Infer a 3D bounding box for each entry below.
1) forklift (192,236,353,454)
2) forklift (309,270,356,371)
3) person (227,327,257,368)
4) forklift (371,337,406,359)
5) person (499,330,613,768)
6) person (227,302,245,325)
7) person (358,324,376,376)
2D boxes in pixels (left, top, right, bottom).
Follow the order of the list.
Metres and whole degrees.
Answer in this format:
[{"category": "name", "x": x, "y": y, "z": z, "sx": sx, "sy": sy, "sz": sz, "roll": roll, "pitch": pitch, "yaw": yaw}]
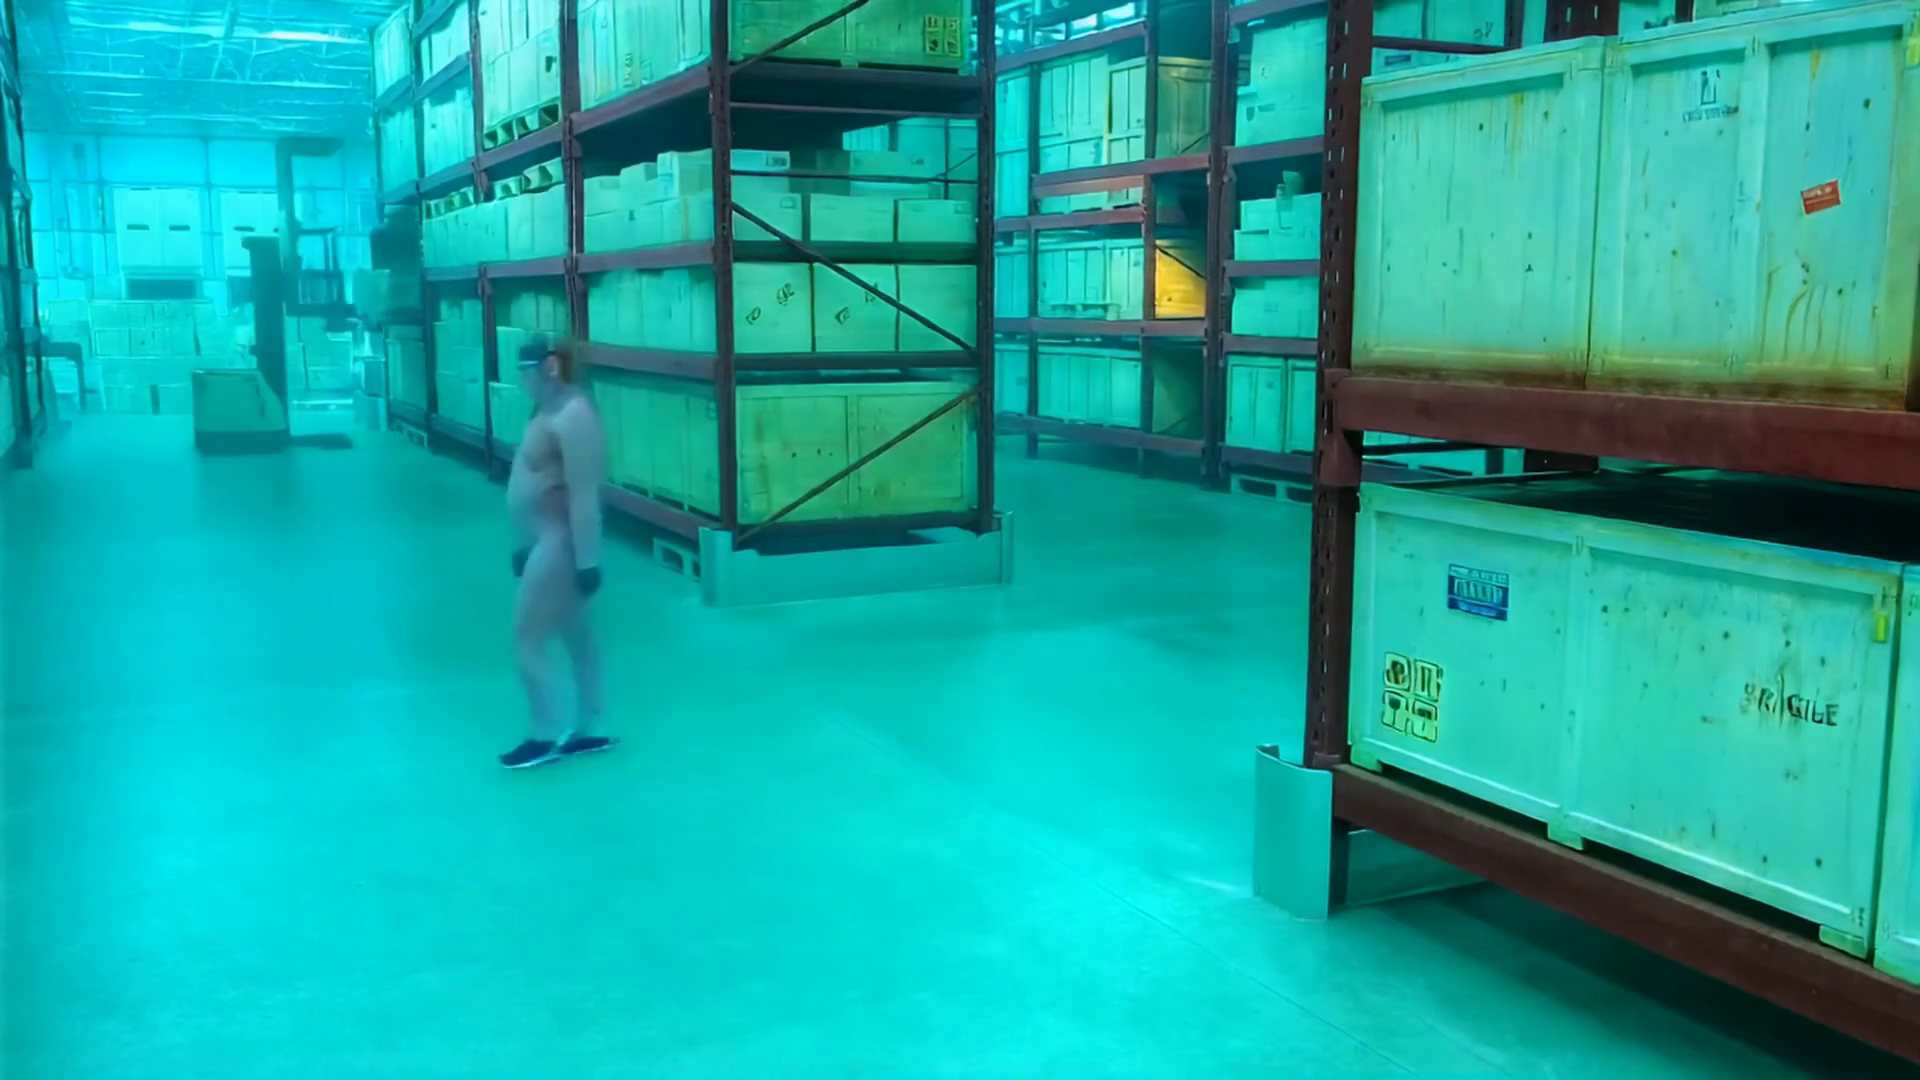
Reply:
[{"category": "forklift", "x": -9.123, "y": -2.585, "z": 21.915, "sx": 1.873, "sy": 2.768, "sz": 1.129, "roll": -4, "pitch": 9, "yaw": -26}, {"category": "forklift", "x": -17.534, "y": -6.119, "z": 46.287, "sx": 1.129, "sy": 2.768, "sz": 1.873, "roll": -4, "pitch": 9, "yaw": -26}, {"category": "person", "x": -10.330, "y": -2.287, "z": 24.208, "sx": 0.819, "sy": 1.599, "sz": 0.530, "roll": 4, "pitch": 9, "yaw": 25}, {"category": "forklift", "x": -9.287, "y": -3.606, "z": 28.953, "sx": 1.129, "sy": 2.768, "sz": 1.873, "roll": 3, "pitch": 9, "yaw": 18}, {"category": "person", "x": -1.831, "y": 0.038, "z": 7.222, "sx": 0.663, "sy": 1.881, "sz": 0.664, "roll": -3, "pitch": 9, "yaw": -20}, {"category": "person", "x": -20.617, "y": -5.827, "z": 47.536, "sx": 0.638, "sy": 1.932, "sz": 0.362, "roll": -4, "pitch": 9, "yaw": -26}, {"category": "person", "x": -15.240, "y": -5.128, "z": 42.778, "sx": 0.583, "sy": 1.904, "sz": 0.908, "roll": -8, "pitch": 11, "yaw": -42}]
